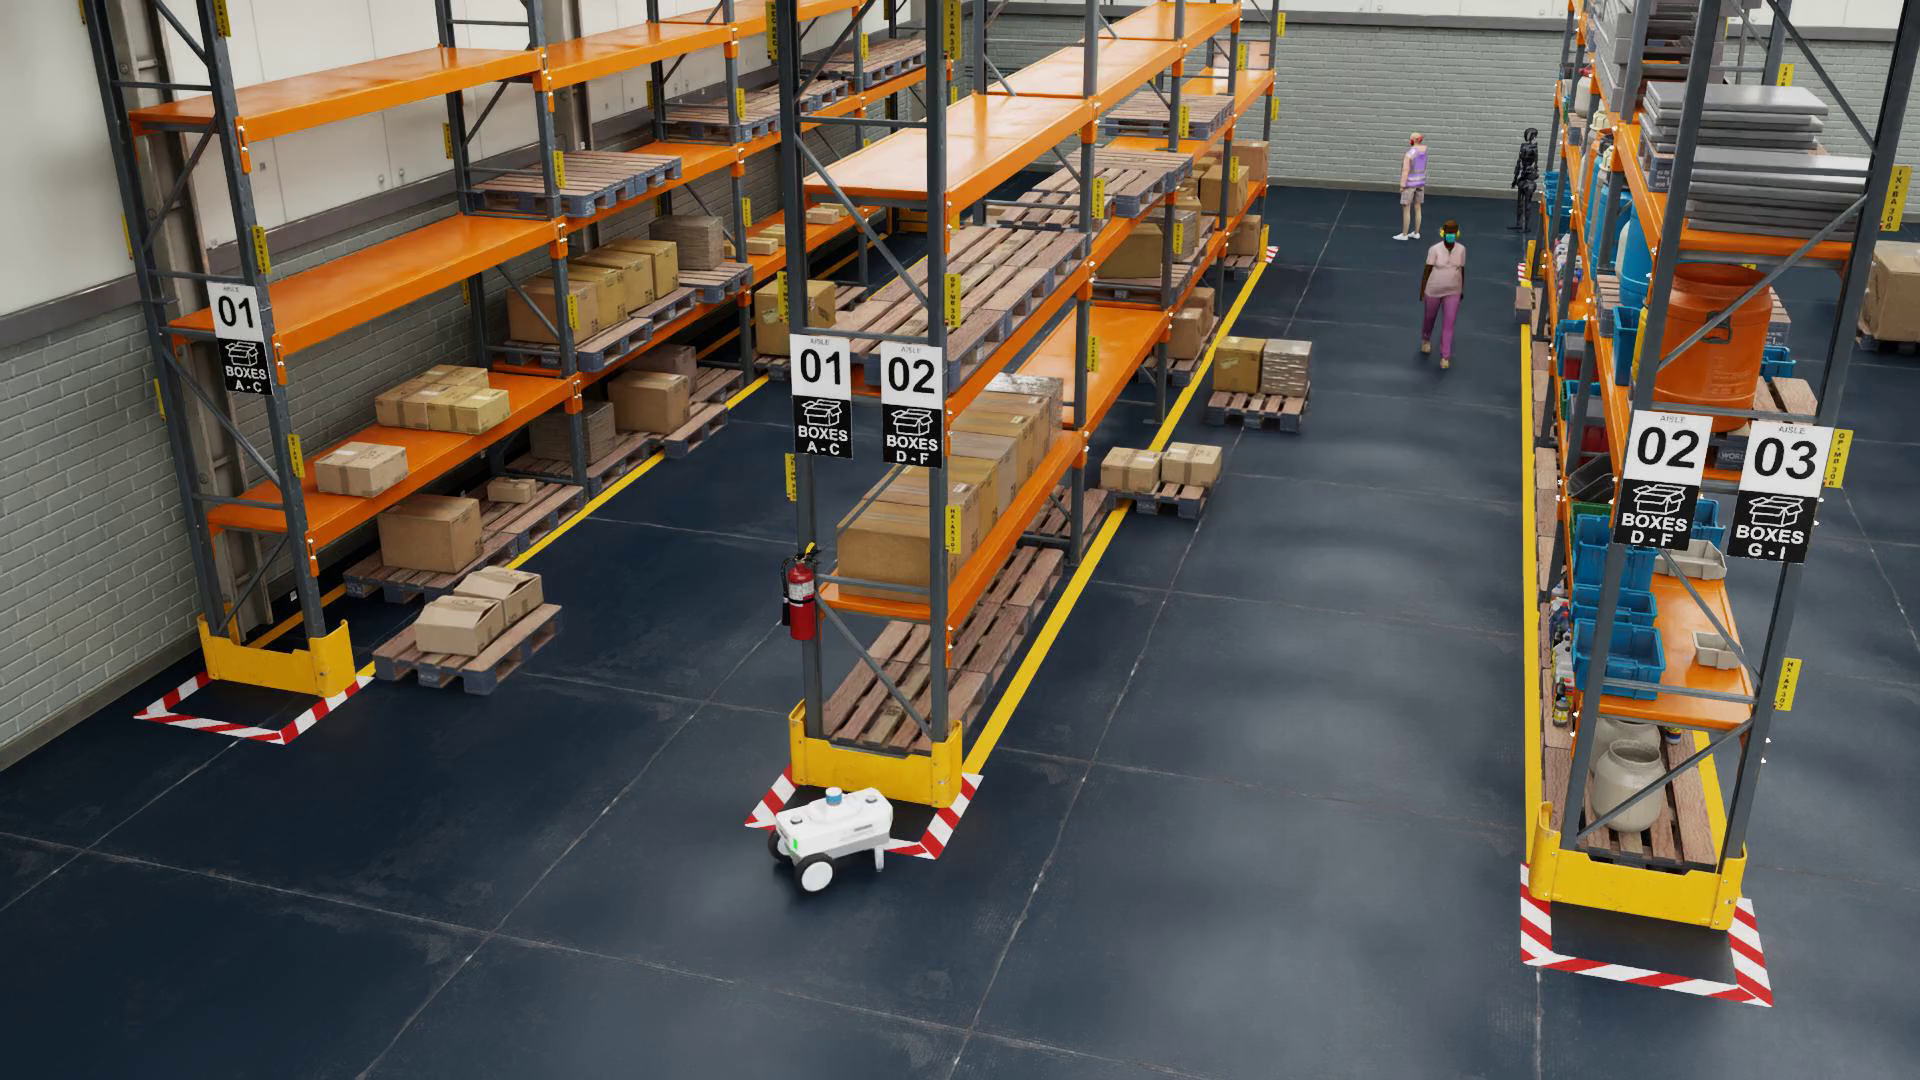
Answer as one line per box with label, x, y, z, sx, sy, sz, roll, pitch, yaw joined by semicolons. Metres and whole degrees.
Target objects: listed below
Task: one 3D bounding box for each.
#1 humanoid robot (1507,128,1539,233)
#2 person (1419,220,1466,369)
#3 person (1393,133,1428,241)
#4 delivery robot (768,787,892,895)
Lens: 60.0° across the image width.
humanoid robot;9.146;-5.819;26.869;0.315;1.657;0.599;-5;24;-11
person;5.907;-3.068;20.407;0.536;1.757;0.928;3;23;6
person;7.171;-5.596;26.361;0.491;1.688;0.349;-14;27;-29
delivery robot;-0.808;1.843;10.517;0.749;0.578;0.505;-12;26;-25
